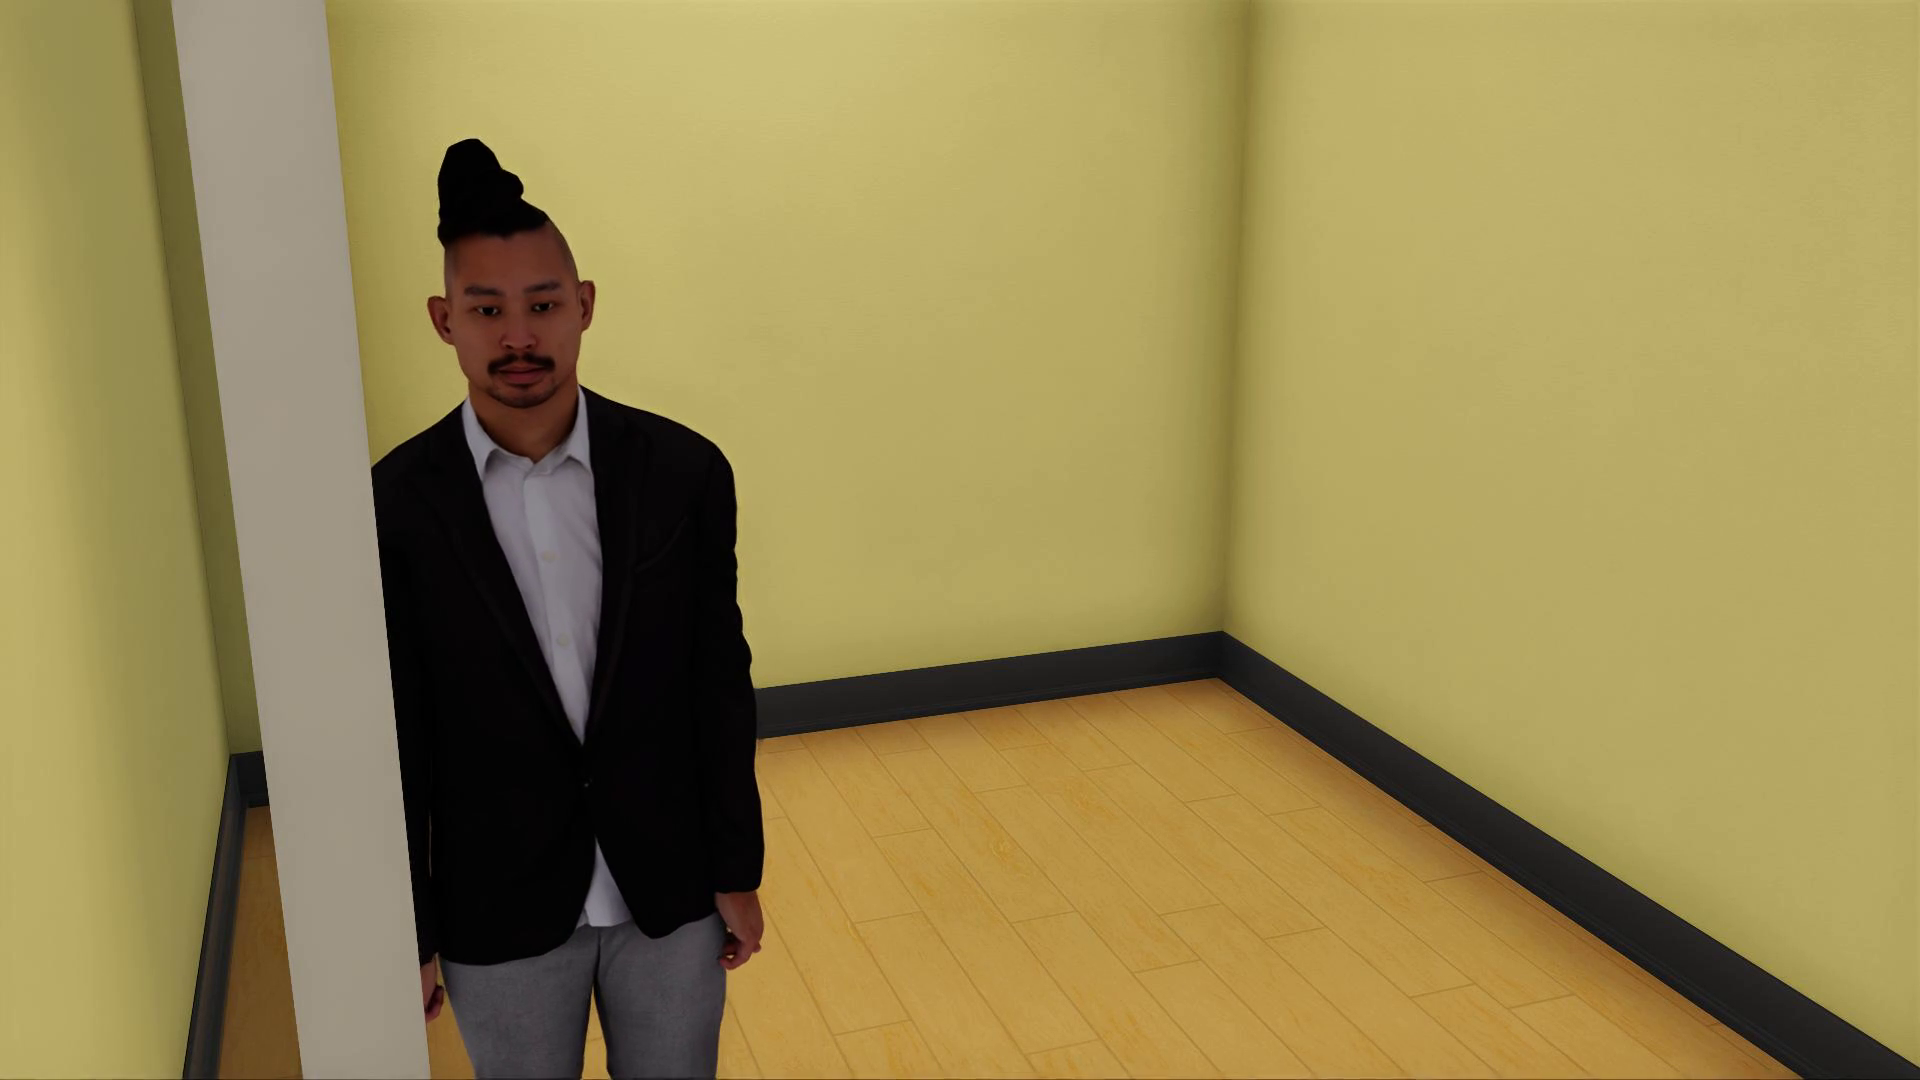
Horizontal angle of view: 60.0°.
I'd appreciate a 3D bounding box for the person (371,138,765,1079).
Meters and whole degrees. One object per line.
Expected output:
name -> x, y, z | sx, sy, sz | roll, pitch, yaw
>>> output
person -> -0.547, 0.433, 2.342 | 0.521, 1.952, 0.758 | -6, 17, -20
